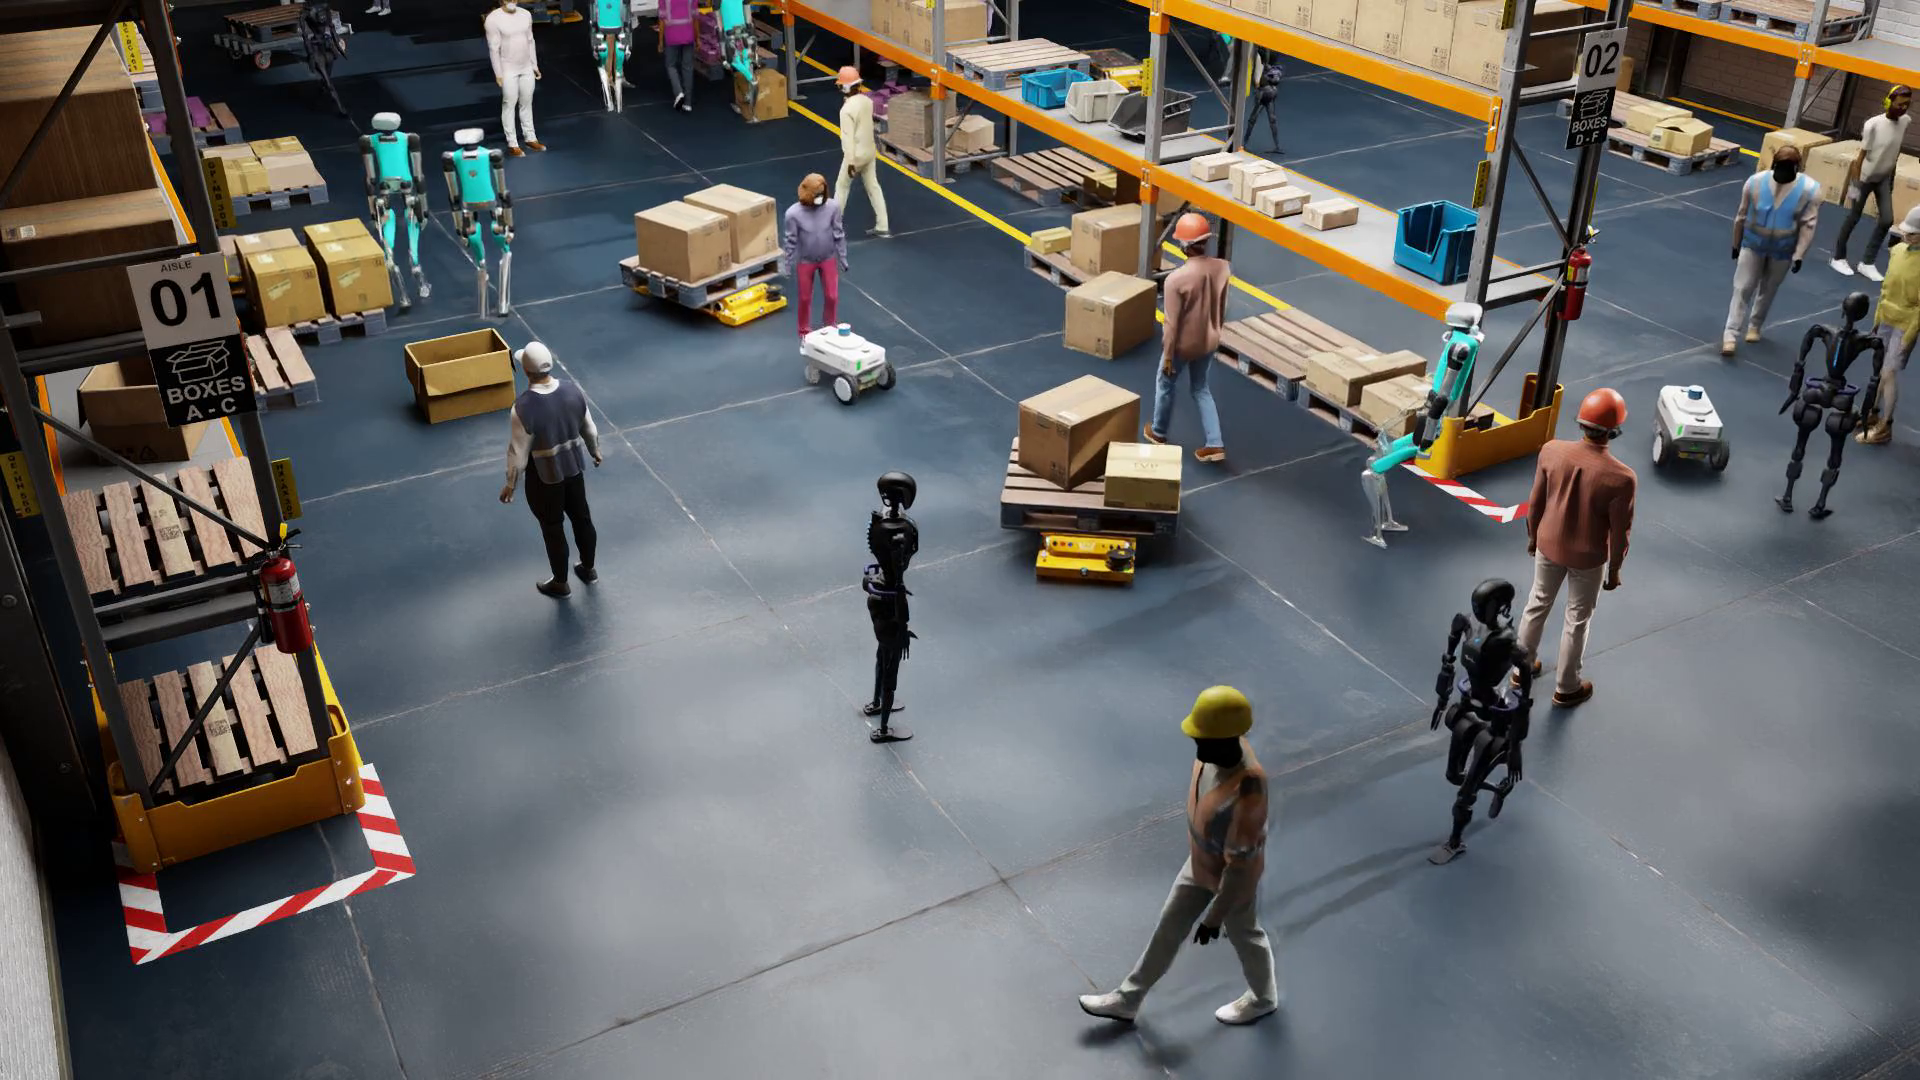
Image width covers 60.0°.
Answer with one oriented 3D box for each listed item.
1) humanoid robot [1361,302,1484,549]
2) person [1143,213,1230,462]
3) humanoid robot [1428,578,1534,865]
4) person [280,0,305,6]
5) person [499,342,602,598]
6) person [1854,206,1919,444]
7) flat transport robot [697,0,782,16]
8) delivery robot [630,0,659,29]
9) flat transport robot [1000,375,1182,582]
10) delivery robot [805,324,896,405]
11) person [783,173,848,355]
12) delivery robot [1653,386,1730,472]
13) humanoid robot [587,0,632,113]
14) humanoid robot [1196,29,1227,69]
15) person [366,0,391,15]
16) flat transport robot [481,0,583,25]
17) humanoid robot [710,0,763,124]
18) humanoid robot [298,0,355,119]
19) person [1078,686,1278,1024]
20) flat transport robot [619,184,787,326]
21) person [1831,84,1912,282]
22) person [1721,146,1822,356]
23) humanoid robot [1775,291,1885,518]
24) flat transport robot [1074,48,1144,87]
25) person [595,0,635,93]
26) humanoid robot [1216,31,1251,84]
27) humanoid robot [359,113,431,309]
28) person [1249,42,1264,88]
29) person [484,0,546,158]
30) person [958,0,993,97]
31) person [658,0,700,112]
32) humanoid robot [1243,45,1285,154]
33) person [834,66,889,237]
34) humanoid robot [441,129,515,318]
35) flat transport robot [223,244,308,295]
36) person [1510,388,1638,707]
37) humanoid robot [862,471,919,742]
[{"bbox_3d":[3.048,-0.797,11.330,0.800,1.771,0.549,12,32,21],"label":"humanoid robot"},{"bbox_3d":[1.697,-1.495,12.351,0.654,1.927,0.842,-17,34,-27],"label":"person"},{"bbox_3d":[2.718,0.896,8.457,0.620,1.635,0.615,-17,34,-26],"label":"humanoid robot"},{"bbox_3d":[-10.005,-8.572,24.753,0.620,1.845,0.431,10,32,18],"label":"person"},{"bbox_3d":[-2.611,-0.446,10.689,0.432,1.759,0.761,23,37,35],"label":"person"},{"bbox_3d":[7.134,-1.641,12.663,0.458,1.876,0.477,-7,31,-12],"label":"person"},{"bbox_3d":[-3.376,-8.355,25.954,1.431,0.231,0.659,-3,30,-5],"label":"flat transport robot"},{"bbox_3d":[-4.741,-8.072,25.160,0.777,0.581,0.499,-18,35,-29],"label":"delivery robot"},{"bbox_3d":[0.923,-0.159,11.687,0.659,0.231,1.431,4,30,7],"label":"flat transport robot"},{"bbox_3d":[-0.926,-1.473,13.698,0.788,0.605,0.499,26,39,38],"label":"delivery robot"},{"bbox_3d":[-1.231,-2.347,14.138,0.554,1.618,0.337,-10,31,-17],"label":"person"},{"bbox_3d":[5.540,-0.868,12.648,0.499,0.609,0.807,5,30,8],"label":"delivery robot"},{"bbox_3d":[-4.336,-6.142,20.749,0.557,1.879,0.766,-6,30,-10],"label":"humanoid robot"},{"bbox_3d":[3.494,-7.323,22.778,0.645,1.640,0.620,25,38,36],"label":"humanoid robot"},{"bbox_3d":[-9.065,-8.924,25.571,0.504,1.631,0.276,21,36,32],"label":"person"},{"bbox_3d":[-6.531,-8.001,25.337,1.431,0.231,0.659,-12,32,-19],"label":"flat transport robot"},{"bbox_3d":[-2.584,-5.893,20.226,0.549,1.746,1.051,-21,36,-32],"label":"humanoid robot"},{"bbox_3d":[-7.892,-6.079,20.635,0.795,1.629,0.599,13,32,21],"label":"humanoid robot"},{"bbox_3d":[1.052,1.445,7.275,0.967,1.872,0.612,-7,31,-12],"label":"person"},{"bbox_3d":[-2.353,-2.333,15.472,1.431,0.231,0.659,22,37,34],"label":"flat transport robot"},{"bbox_3d":[8.651,-3.342,15.637,0.568,1.845,0.702,-6,31,-11],"label":"person"},{"bbox_3d":[6.863,-2.441,14.132,0.621,1.794,0.930,14,33,22],"label":"person"},{"bbox_3d":[6.087,-0.955,11.659,0.600,1.653,0.317,21,36,32],"label":"humanoid robot"},{"bbox_3d":[2.054,-6.408,22.564,0.659,0.231,1.431,-9,31,-16],"label":"flat transport robot"},{"bbox_3d":[-4.507,-6.726,21.635,0.335,1.742,0.560,14,33,22],"label":"person"},{"bbox_3d":[3.588,-6.791,21.853,0.730,1.886,0.558,2,30,4],"label":"humanoid robot"},{"bbox_3d":[-5.058,-2.882,14.955,0.540,1.770,0.818,-5,30,-8],"label":"humanoid robot"},{"bbox_3d":[3.972,-6.960,21.915,0.597,1.870,0.758,7,31,12],"label":"person"},{"bbox_3d":[-5.113,-5.411,19.161,0.371,1.934,0.627,23,37,34],"label":"person"},{"bbox_3d":[0.083,-6.618,21.324,0.661,1.863,0.662,-7,31,-13],"label":"person"},{"bbox_3d":[-3.501,-6.261,20.730,0.552,1.833,0.415,-11,32,-18],"label":"person"},{"bbox_3d":[3.495,-5.275,19.197,0.670,1.632,0.587,7,31,12],"label":"humanoid robot"},{"bbox_3d":[-1.099,-3.901,16.751,0.850,1.704,0.603,14,33,23],"label":"person"},{"bbox_3d":[-4.232,-2.831,14.907,0.542,1.840,0.692,-3,30,-5],"label":"humanoid robot"},{"bbox_3d":[-6.538,-2.568,15.880,1.431,0.231,0.659,-12,32,-21],"label":"flat transport robot"},{"bbox_3d":[3.548,0.048,9.594,0.376,1.997,0.610,-25,38,-36],"label":"person"},{"bbox_3d":[-0.392,0.353,9.380,0.324,1.649,0.609,-5,30,-9],"label":"humanoid robot"}]
